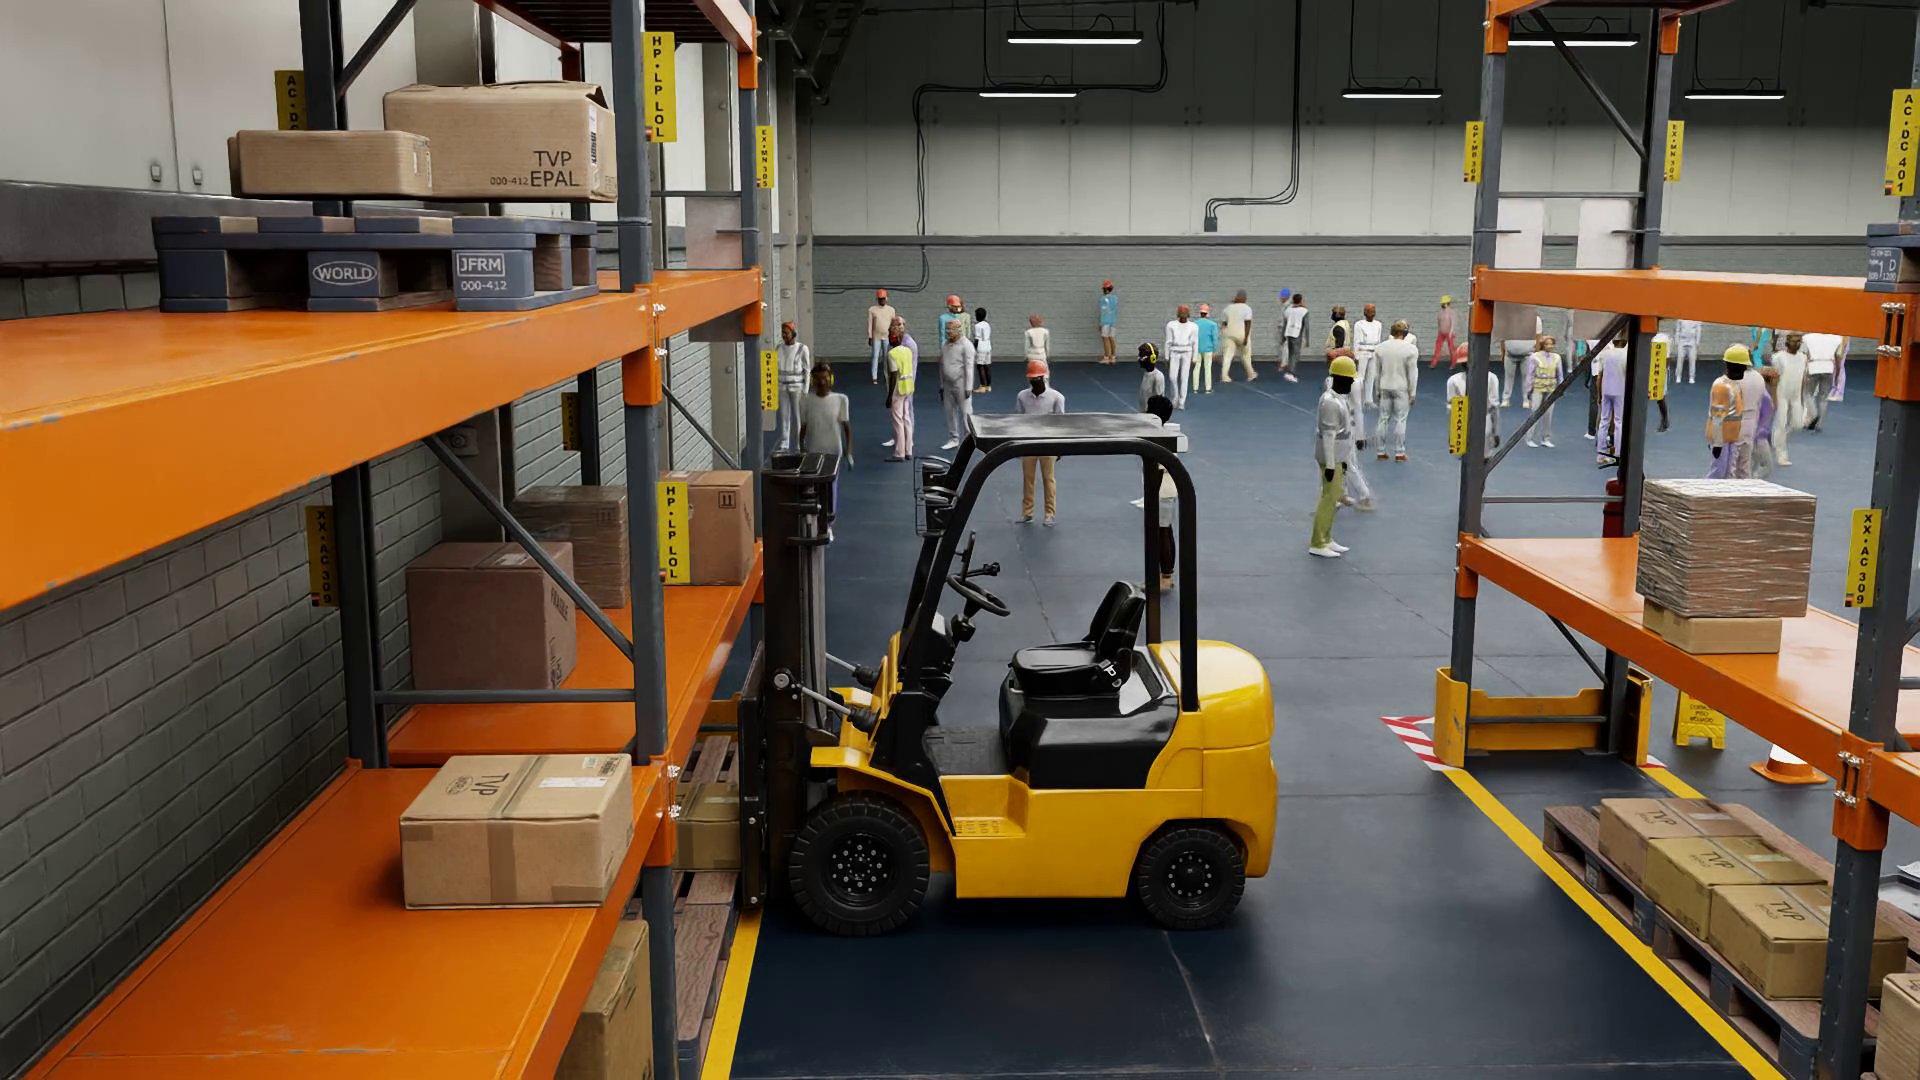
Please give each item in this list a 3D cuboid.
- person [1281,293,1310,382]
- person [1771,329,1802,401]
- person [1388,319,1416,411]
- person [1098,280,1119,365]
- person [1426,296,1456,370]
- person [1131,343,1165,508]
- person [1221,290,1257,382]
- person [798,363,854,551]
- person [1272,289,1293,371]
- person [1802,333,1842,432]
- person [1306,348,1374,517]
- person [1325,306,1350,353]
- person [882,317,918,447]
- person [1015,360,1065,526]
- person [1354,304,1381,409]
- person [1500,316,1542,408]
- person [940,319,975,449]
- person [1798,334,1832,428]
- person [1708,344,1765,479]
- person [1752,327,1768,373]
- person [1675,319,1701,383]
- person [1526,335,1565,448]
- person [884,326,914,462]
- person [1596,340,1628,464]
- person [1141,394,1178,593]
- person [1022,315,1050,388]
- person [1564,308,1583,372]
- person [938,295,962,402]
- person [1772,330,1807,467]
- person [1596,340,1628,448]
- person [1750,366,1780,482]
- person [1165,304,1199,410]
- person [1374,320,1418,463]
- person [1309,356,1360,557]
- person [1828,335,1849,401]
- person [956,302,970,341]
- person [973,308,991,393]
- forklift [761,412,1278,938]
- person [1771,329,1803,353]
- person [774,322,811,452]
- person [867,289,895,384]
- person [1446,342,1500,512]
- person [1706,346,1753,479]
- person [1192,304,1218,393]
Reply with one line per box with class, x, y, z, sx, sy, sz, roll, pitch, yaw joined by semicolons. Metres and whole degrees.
person;7.136;-4.339;35.689;0.608;1.885;0.749;10;14;43
person;15.495;-3.518;31.174;0.506;1.864;0.327;4;11;22
person;7.725;-3.048;29.155;0.514;1.641;0.309;6;12;29
person;3.587;-5.304;40.603;0.379;2.041;0.616;10;14;43
person;11.292;-4.811;38.754;0.898;1.719;0.538;-8;13;-36
person;2.131;-1.285;18.733;0.335;1.860;0.508;-2;10;-10
person;5.948;-4.396;35.547;0.692;2.000;1.090;9;13;40
person;-1.319;-0.827;16.301;0.513;1.816;1.019;-2;10;-10
person;7.478;-4.843;38.418;0.498;1.913;0.645;-5;11;-26
person;13.536;-2.609;26.185;0.599;1.821;0.460;3;11;15
person;4.228;-1.189;18.246;0.904;1.853;0.569;-3;11;-16
person;6.783;-3.281;29.890;0.430;1.845;0.619;4;11;20
person;-0.884;-2.280;24.137;0.399;1.910;0.643;-6;12;-32
person;0.822;-1.024;17.563;0.575;1.749;0.334;5;11;25
person;7.303;-3.284;29.793;0.584;1.882;0.344;-5;11;-25
person;10.072;-3.391;29.948;0.689;2.000;0.539;5;11;26
person;-0.057;-2.217;23.842;0.408;1.890;0.648;-8;13;-38
person;13.771;-2.707;26.847;0.514;1.795;0.982;10;14;44
person;8.246;-1.137;17.766;0.639;1.910;0.406;-6;12;-29
person;16.604;-4.122;34.613;0.360;1.834;0.521;5;11;25
person;15.425;-4.186;35.262;0.485;1.727;0.378;3;11;18
person;8.504;-2.158;24.221;0.531;1.636;0.357;-2;10;-11
person;-0.821;-1.980;22.632;0.373;1.843;0.571;5;11;24
person;8.777;-1.913;22.262;0.329;1.844;0.515;-8;13;-39
person;1.710;-0.395;14.219;0.319;1.695;0.539;3;11;18
person;1.428;-3.420;31.253;0.541;1.623;0.377;-3;11;-15
person;14.189;-4.733;38.353;0.502;1.690;0.891;7;12;33
person;-0.148;-3.565;31.052;0.402;1.990;0.622;9;13;40
person;11.028;-1.888;22.169;0.514;1.827;0.418;-1;10;-7
person;9.515;-2.291;24.155;0.545;1.927;0.390;-5;11;-27
person;8.895;-1.127;18.507;0.409;1.620;0.546;4;11;20
person;3.934;-3.238;29.545;0.588;1.872;0.471;2;10;9
person;5.917;-2.019;22.615;0.628;1.933;0.368;9;13;41
person;3.584;-0.790;15.833;0.406;1.912;0.587;4;11;20
person;16.510;-3.526;31.262;0.349;1.842;0.505;2;10;13
person;-0.020;-4.677;38.274;0.510;1.626;0.282;0;10;2
person;0.444;-3.751;32.941;0.324;1.686;0.542;5;11;27
forklift;0.291;0.548;7.580;2.313;2.155;1.214;0;10;-2
person;17.623;-4.317;35.445;0.618;1.937;0.836;3;11;16
person;-2.353;-2.094;23.171;0.574;1.881;0.357;5;11;26
person;-1.645;-4.267;34.959;0.610;1.996;0.379;-3;11;-17
person;5.557;-1.187;18.027;0.586;1.913;0.477;3;11;17
person;8.047;-1.081;17.455;0.400;1.914;0.584;9;13;39
person;4.821;-3.785;32.946;0.575;1.749;0.334;4;11;21
